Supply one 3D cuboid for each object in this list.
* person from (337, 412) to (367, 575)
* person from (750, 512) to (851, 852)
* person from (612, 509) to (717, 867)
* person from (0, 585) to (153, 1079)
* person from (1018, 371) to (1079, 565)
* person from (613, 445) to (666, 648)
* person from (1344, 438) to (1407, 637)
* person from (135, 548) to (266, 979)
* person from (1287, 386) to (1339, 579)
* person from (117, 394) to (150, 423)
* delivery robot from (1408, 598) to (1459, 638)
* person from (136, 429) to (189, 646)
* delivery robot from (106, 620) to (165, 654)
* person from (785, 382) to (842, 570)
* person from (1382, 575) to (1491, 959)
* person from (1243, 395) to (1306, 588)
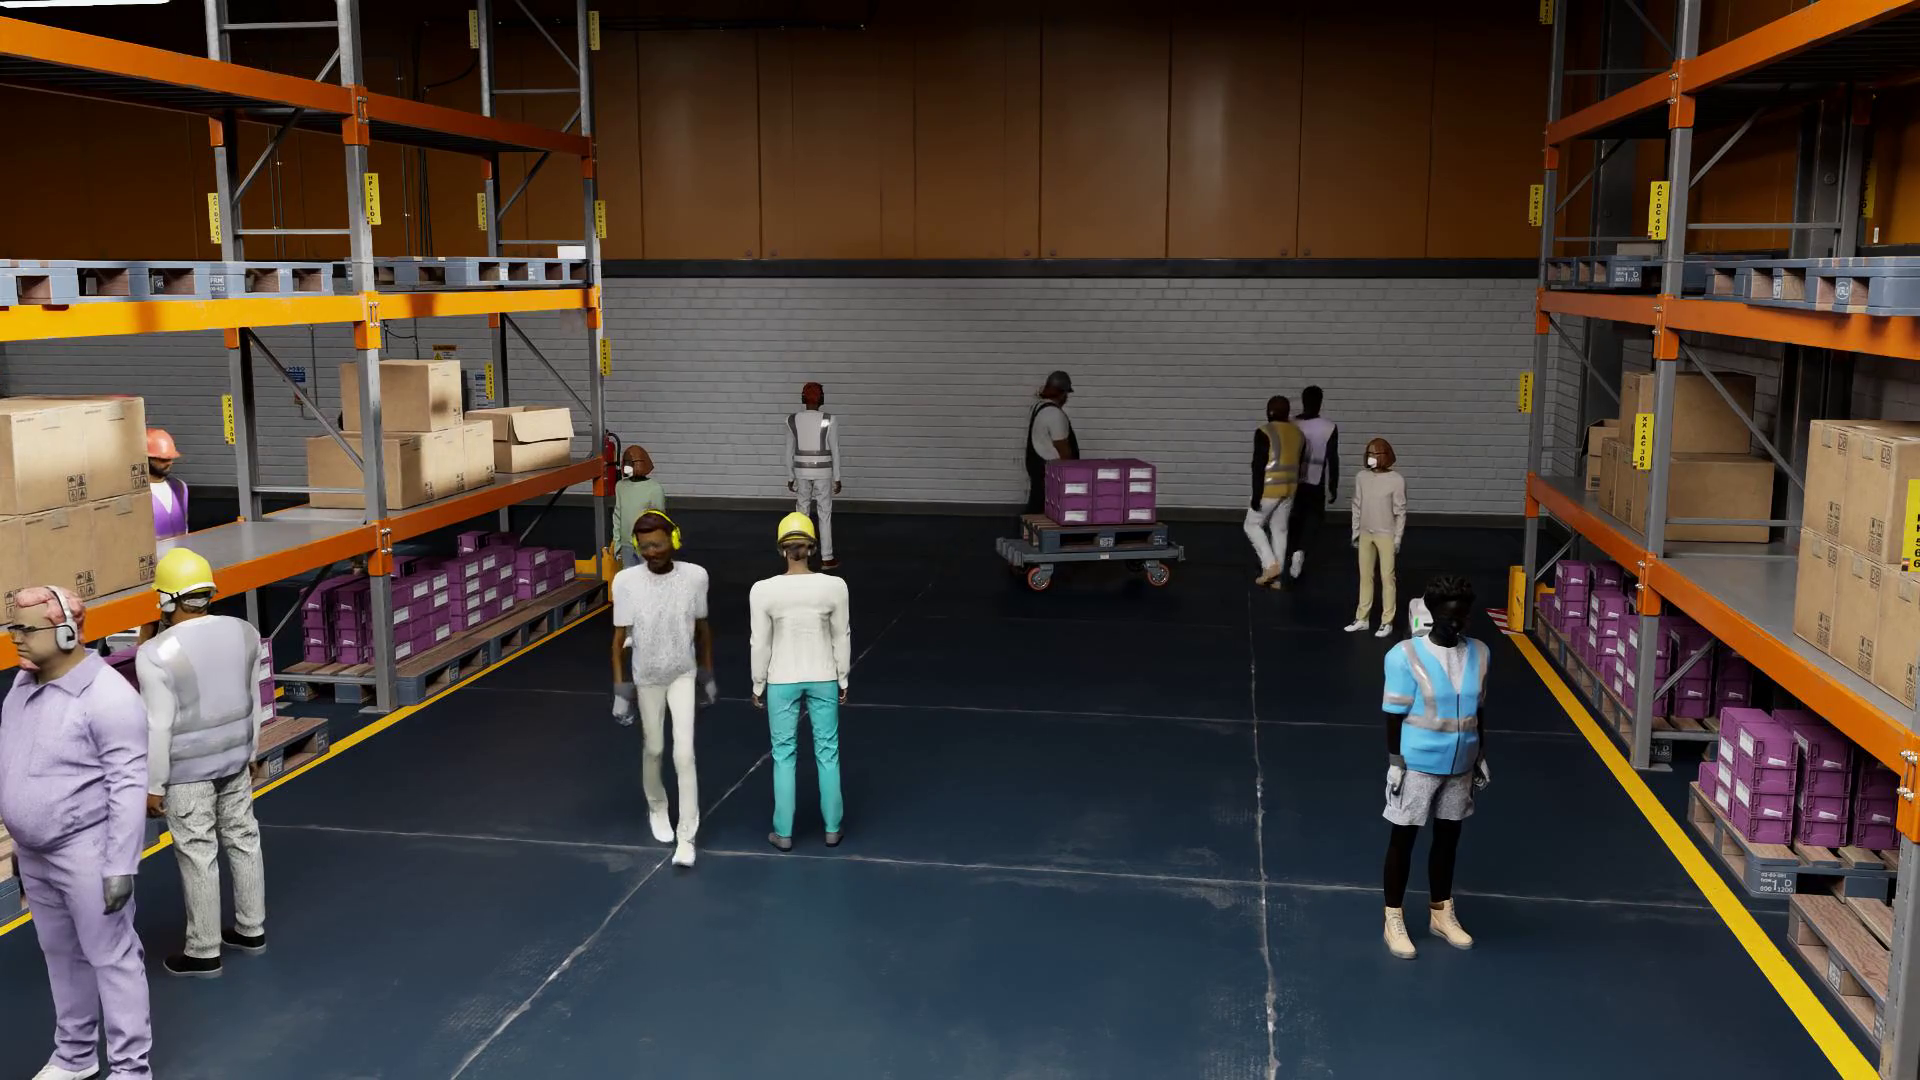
[{"bbox_3d":[-5.853,-0.433,16.112,0.535,1.650,0.889,-1,9,-8],"label":"person"},{"bbox_3d":[-0.824,0.733,8.598,0.524,1.760,0.326,-2,9,-12],"label":"person"},{"bbox_3d":[-1.482,0.733,8.430,0.552,1.814,0.979,-2,9,-14],"label":"person"},{"bbox_3d":[-3.152,1.100,5.874,0.636,1.911,0.405,5,10,28],"label":"person"},{"bbox_3d":[1.011,-0.745,16.840,1.013,2.000,0.687,-1,9,-5],"label":"person"},{"bbox_3d":[-2.530,0.067,13.089,0.500,1.633,0.280,5,11,29],"label":"person"},{"bbox_3d":[3.421,-0.024,13.643,0.285,1.633,0.501,-8,12,-39],"label":"person"},{"bbox_3d":[-3.232,0.942,7.072,0.404,1.834,0.591,4,10,25],"label":"person"},{"bbox_3d":[3.336,-0.537,16.076,0.606,1.900,0.764,5,10,28],"label":"person"},{"bbox_3d":[-7.011,-0.227,13.884,0.645,1.979,0.971,6,11,34],"label":"person"},{"bbox_3d":[3.632,0.611,12.759,0.477,0.478,0.707,2,9,12],"label":"delivery robot"},{"bbox_3d":[-5.394,0.212,11.266,0.367,1.933,0.553,4,10,22],"label":"person"},{"bbox_3d":[-6.116,0.645,12.549,0.477,0.478,0.707,0,9,3],"label":"delivery robot"},{"bbox_3d":[-1.461,-0.637,16.664,0.582,1.882,0.351,2,9,12],"label":"person"},{"bbox_3d":[2.085,0.978,7.289,0.531,1.692,0.320,-3,10,-19],"label":"person"},{"bbox_3d":[2.960,-0.445,15.673,0.651,1.823,0.439,-7,11,-36],"label":"person"}]
